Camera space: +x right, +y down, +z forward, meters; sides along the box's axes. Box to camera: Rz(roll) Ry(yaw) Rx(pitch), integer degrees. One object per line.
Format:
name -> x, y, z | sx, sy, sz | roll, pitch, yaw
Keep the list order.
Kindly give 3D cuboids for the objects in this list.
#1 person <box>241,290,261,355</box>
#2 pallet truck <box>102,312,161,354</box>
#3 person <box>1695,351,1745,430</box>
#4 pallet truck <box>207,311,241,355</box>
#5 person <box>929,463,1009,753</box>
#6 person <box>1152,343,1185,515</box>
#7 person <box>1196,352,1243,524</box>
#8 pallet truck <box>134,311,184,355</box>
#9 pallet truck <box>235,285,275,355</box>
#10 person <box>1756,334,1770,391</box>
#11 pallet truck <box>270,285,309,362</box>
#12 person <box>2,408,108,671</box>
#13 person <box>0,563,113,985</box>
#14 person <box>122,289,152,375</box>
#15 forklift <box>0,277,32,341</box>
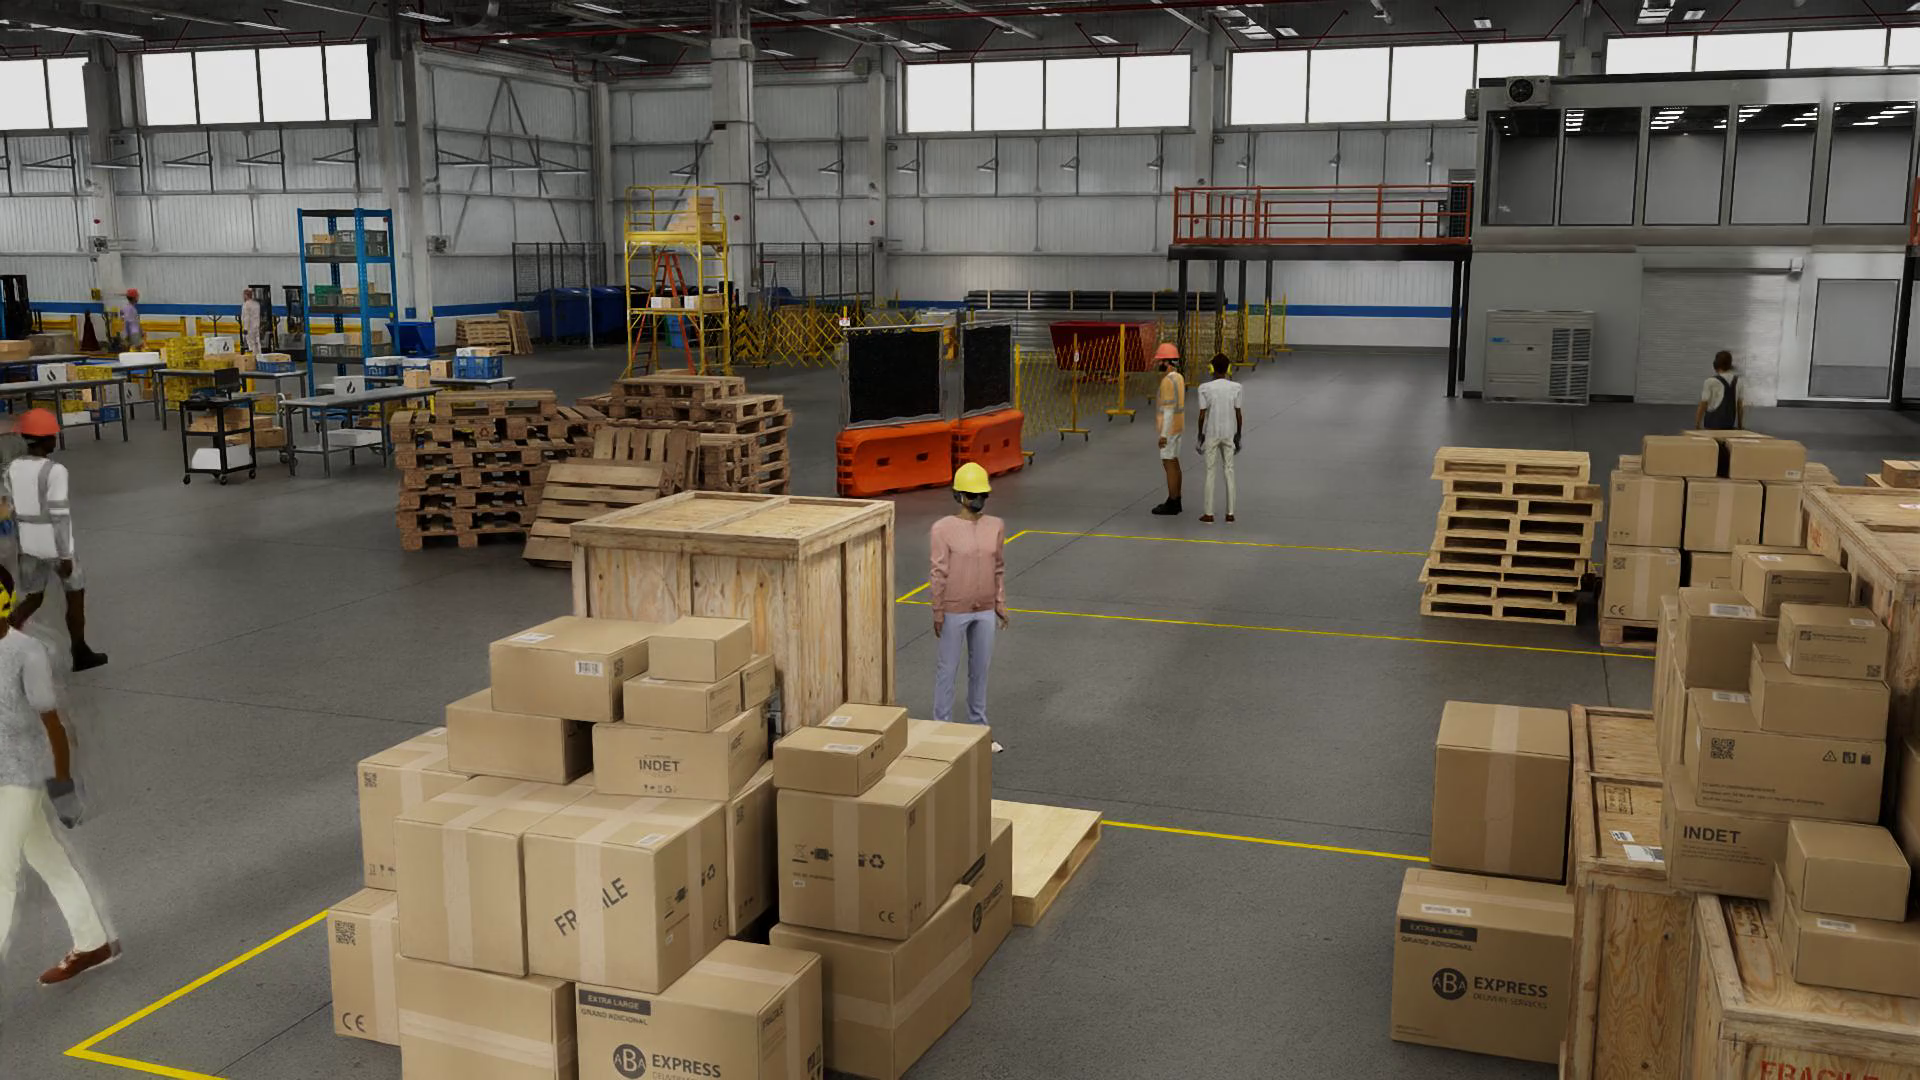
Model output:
person -> -17.944, -5.366, 42.043 | 0.404, 1.904, 0.651 | 1, 10, 6
pallet truck -> -23.057, -5.777, 46.261 | 0.680, 1.201, 1.601 | 3, 11, 19
person -> 8.971, -1.336, 19.670 | 0.524, 1.799, 0.951 | -2, 10, -12
pallet truck -> -19.537, -5.575, 44.913 | 0.653, 1.274, 1.630 | 3, 11, 19
person -> 0.059, 0.418, 9.858 | 0.524, 1.769, 0.315 | -6, 12, -32
person -> 2.338, -1.251, 18.774 | 0.374, 1.935, 0.552 | 4, 11, 21
person -> 2.830, -1.108, 18.162 | 0.511, 1.872, 0.328 | -1, 10, -5
pallet truck -> -22.038, -5.665, 45.457 | 0.704, 1.261, 1.522 | 3, 11, 17
pallet truck -> -18.327, -5.835, 44.421 | 0.823, 1.965, 1.885 | 4, 11, 23
person -> 15.513, -3.477, 32.139 | 0.280, 1.633, 0.498 | -2, 10, -13
pallet truck -> -17.147, -5.700, 43.663 | 0.823, 1.965, 1.885 | 3, 11, 17
person -> -6.440, 0.042, 11.580 | 0.546, 1.914, 0.872 | 4, 11, 20
person -> -3.830, 0.979, 6.557 | 0.541, 1.822, 0.962 | 6, 12, 32
person -> -19.170, -4.851, 38.860 | 0.986, 1.997, 0.625 | -4, 11, -19
forklift -> -27.151, -6.329, 46.328 | 1.157, 1.987, 2.680 | 3, 11, 17
